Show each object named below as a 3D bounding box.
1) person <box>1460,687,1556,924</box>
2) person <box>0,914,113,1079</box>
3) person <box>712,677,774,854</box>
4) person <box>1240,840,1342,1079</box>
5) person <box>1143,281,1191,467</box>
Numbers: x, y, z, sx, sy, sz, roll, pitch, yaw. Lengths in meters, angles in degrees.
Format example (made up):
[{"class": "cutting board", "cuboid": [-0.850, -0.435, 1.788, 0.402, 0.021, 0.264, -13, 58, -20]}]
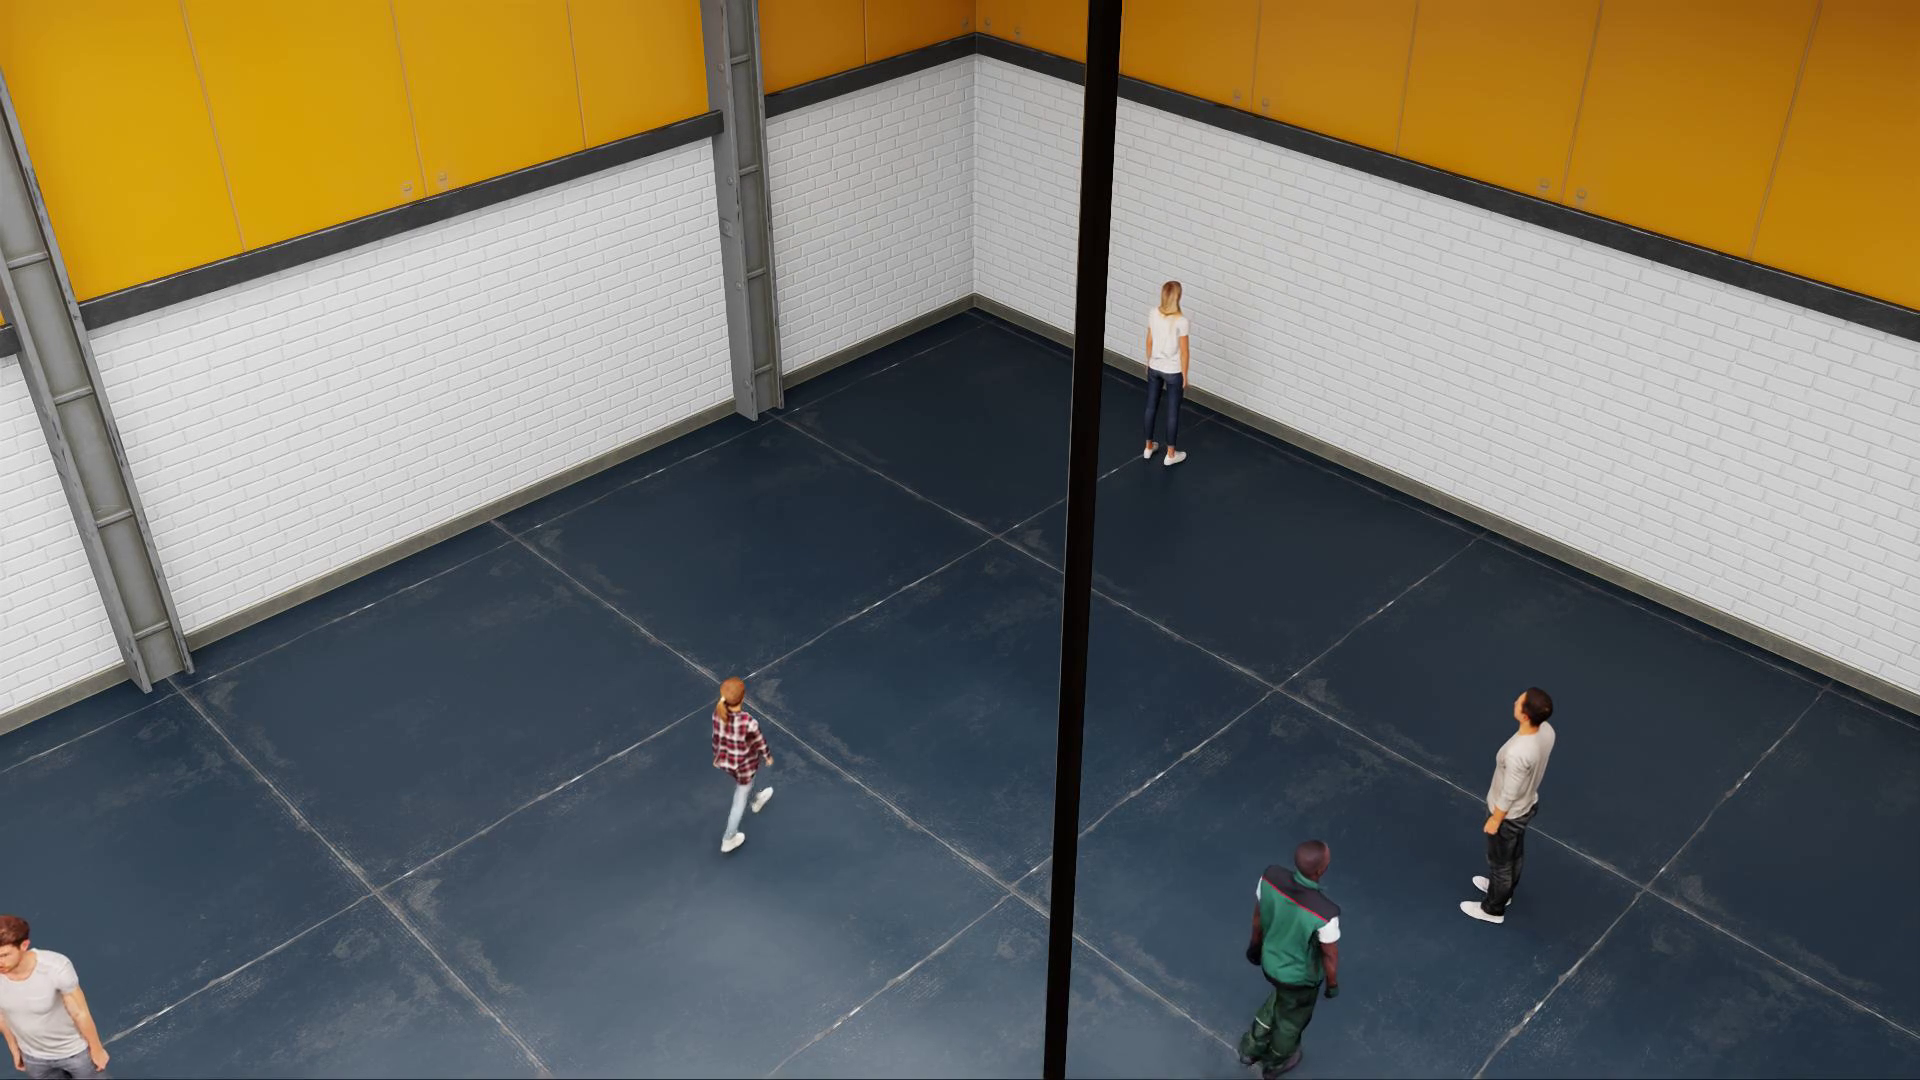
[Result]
[{"class": "person", "cuboid": [3.479, 1.663, 10.420, 0.724, 1.811, 0.514, 24, 41, 32]}, {"class": "person", "cuboid": [-4.787, 2.665, 8.839, 0.710, 1.892, 0.770, 0, 34, 0]}, {"class": "person", "cuboid": [-1.504, 1.518, 11.121, 0.647, 1.277, 0.933, 19, 38, 26]}, {"class": "person", "cuboid": [1.808, 2.407, 9.285, 0.783, 1.828, 0.753, -21, 39, -29]}, {"class": "person", "cuboid": [1.881, -1.536, 15.235, 0.609, 1.809, 0.532, 24, 41, 32]}]
